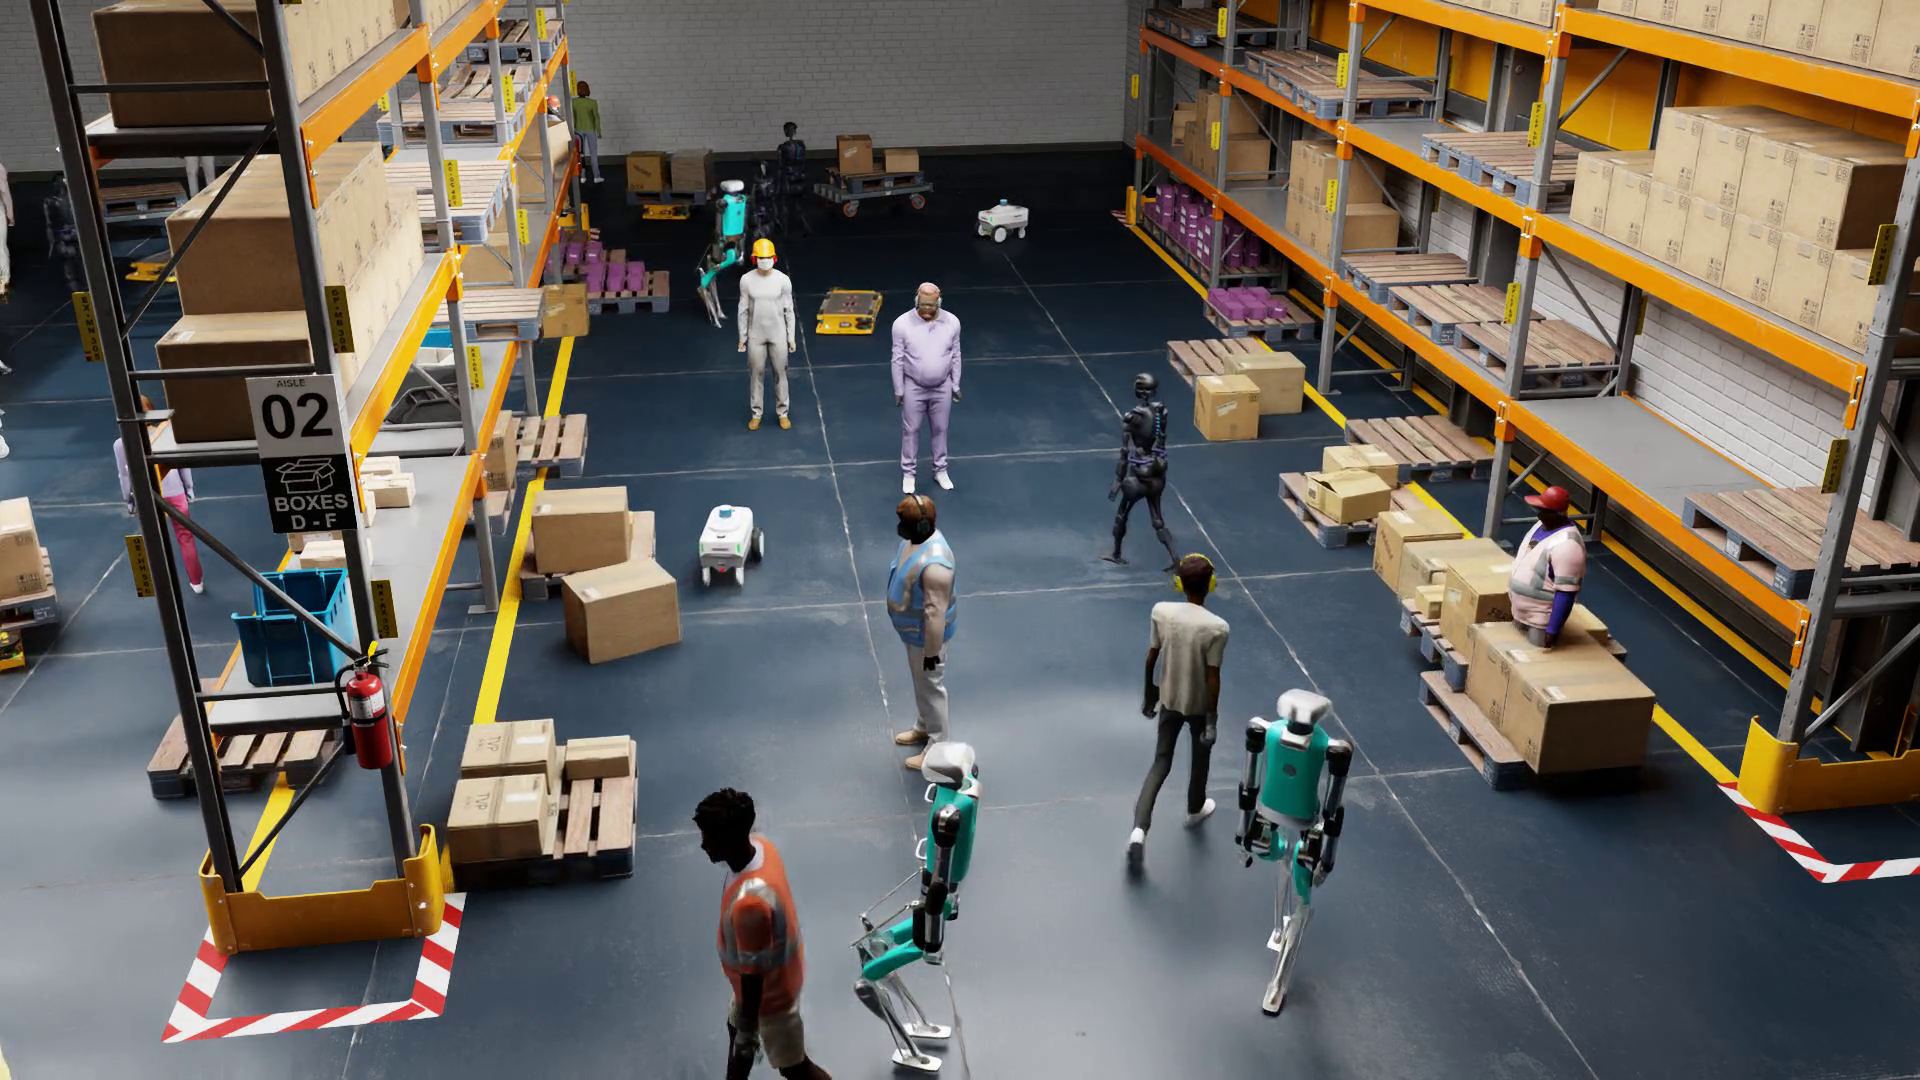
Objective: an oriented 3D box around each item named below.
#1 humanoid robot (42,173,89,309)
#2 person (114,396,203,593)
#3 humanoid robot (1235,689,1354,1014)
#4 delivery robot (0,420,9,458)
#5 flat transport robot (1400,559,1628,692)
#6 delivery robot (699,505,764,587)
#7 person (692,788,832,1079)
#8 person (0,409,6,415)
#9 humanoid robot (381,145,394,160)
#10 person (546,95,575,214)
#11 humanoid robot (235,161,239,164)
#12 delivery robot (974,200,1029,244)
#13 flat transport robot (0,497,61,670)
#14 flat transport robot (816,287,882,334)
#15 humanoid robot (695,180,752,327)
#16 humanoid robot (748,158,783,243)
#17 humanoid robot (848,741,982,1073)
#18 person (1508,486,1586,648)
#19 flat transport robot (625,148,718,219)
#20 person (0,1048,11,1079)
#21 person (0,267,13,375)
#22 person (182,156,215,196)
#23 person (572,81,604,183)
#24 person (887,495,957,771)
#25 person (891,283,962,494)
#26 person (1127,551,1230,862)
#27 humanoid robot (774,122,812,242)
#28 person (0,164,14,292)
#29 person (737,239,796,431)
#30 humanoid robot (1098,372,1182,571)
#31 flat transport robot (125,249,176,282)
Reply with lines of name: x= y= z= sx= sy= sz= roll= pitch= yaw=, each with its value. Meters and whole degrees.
humanoid robot: x=-10.794 y=-3.624 z=20.193 sx=0.333 sy=1.638 sz=0.612 roll=18 pitch=29 yaw=35
person: x=-6.123 y=-0.323 z=12.724 sx=0.498 sy=1.629 sz=0.287 roll=-15 pitch=28 yaw=-31
humanoid robot: x=1.740 y=1.476 z=8.530 sx=0.551 sy=1.777 sz=0.942 roll=12 pitch=26 yaw=25
delivery robot: x=-9.390 y=-0.993 z=15.578 sx=0.782 sy=0.589 sz=0.499 roll=-16 pitch=28 yaw=-32
flat transport robot: x=3.811 y=0.842 z=11.760 sx=0.659 sy=0.231 sz=1.431 roll=-3 pitch=24 yaw=-7
delivery robot: x=-1.860 y=0.010 z=13.322 sx=0.499 sy=0.612 sz=0.794 roll=0 pitch=24 yaw=1
person: x=-0.818 y=1.918 z=7.268 sx=0.915 sy=1.928 sz=0.660 roll=-1 pitch=24 yaw=-2
person: x=-9.924 y=-2.128 z=16.446 sx=0.432 sy=1.945 sz=0.488 roll=14 pitch=27 yaw=28
humanoid robot: x=-7.882 y=-4.959 z=23.220 sx=0.597 sy=1.657 sz=0.329 roll=0 pitch=24 yaw=0
person: x=-6.082 y=-5.813 z=25.072 sx=0.572 sy=1.749 sz=0.332 roll=11 pitch=26 yaw=24
humanoid robot: x=-8.741 y=-3.911 z=20.799 sx=0.583 sy=1.789 sz=0.887 roll=-8 pitch=25 yaw=-18
delivery robot: x=0.599 y=-4.540 z=23.656 sx=0.754 sy=0.587 sz=0.525 roll=-16 pitch=28 yaw=-32
flat transport robot: x=-7.290 y=0.638 z=12.224 sx=0.659 sy=0.231 sz=1.431 roll=-13 pitch=27 yaw=-27
flat transport robot: x=-1.317 y=-2.742 z=19.926 sx=0.659 sy=0.231 sz=1.431 roll=1 pitch=24 yaw=2
humanoid robot: x=-2.849 y=-3.372 z=19.553 sx=0.837 sy=1.771 sz=0.551 roll=16 pitch=28 yaw=32
humanoid robot: x=-2.496 y=-4.026 z=21.107 sx=0.348 sy=1.647 sz=0.586 roll=10 pitch=26 yaw=22
humanoid robot: x=-0.259 y=1.709 z=7.845 sx=0.717 sy=1.710 sz=0.530 roll=4 pitch=24 yaw=10
person: x=3.739 y=0.467 z=10.769 sx=0.419 sy=1.752 sz=0.604 roll=-2 pitch=24 yaw=-5
flat transport robot: x=-4.355 y=-5.118 z=25.339 sx=0.659 sy=0.231 sz=1.431 roll=1 pitch=24 yaw=3
person: x=-3.721 y=2.404 z=6.266 sx=0.937 sy=1.832 sz=0.504 roll=19 pitch=30 yaw=37
person: x=-10.507 y=-2.622 z=17.861 sx=0.867 sy=1.696 sz=0.558 roll=13 pitch=27 yaw=27
person: x=-11.638 y=-6.003 z=25.400 sx=0.429 sy=1.839 sz=0.632 roll=21 pitch=31 yaw=39
person: x=-6.105 y=-6.654 z=27.136 sx=0.506 sy=1.631 sz=0.266 roll=2 pitch=24 yaw=4
person: x=-0.240 y=0.569 z=10.445 sx=0.430 sy=1.837 sz=0.632 roll=-5 pitch=24 yaw=-12
person: x=-0.285 y=-1.341 z=14.708 sx=0.638 sy=1.901 sz=0.409 roll=-6 pitch=24 yaw=-14
person: x=1.248 y=0.963 z=9.553 sx=0.504 sy=1.828 sz=0.900 roll=14 pitch=27 yaw=29
humanoid robot: x=-2.339 y=-5.055 z=23.438 sx=0.401 sy=1.648 sz=0.584 roll=18 pitch=30 yaw=36
person: x=-12.322 y=-4.142 z=21.077 sx=0.628 sy=1.915 sz=0.757 roll=-10 pitch=26 yaw=-22
person: x=-1.883 y=-2.001 z=16.214 sx=0.563 sy=1.898 sz=0.352 roll=-1 pitch=24 yaw=-3
humanoid robot: x=1.474 y=-0.520 z=13.166 sx=0.598 sy=1.639 sz=0.750 roll=-22 pitch=32 yaw=-40
flat transport robot: x=-10.336 y=-3.691 z=22.088 sx=0.659 sy=0.231 sz=1.431 roll=5 pitch=24 yaw=11
